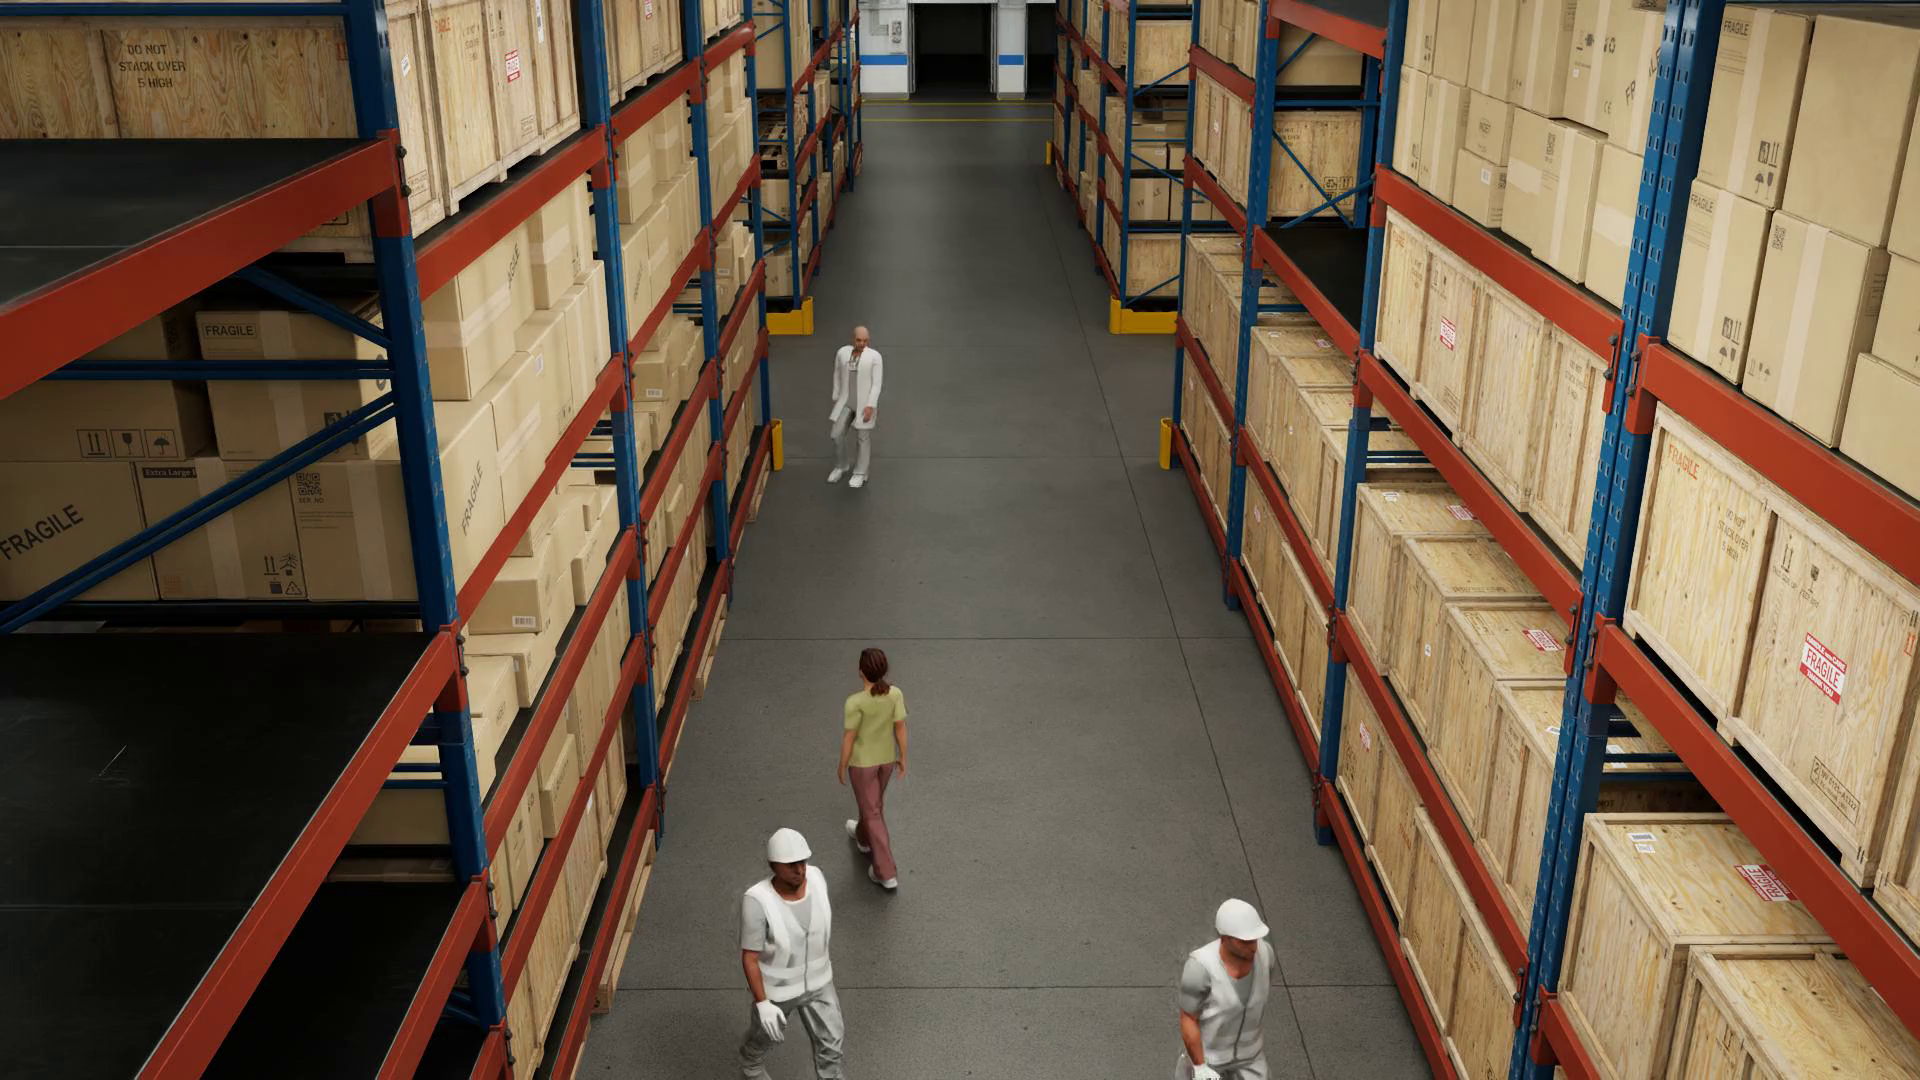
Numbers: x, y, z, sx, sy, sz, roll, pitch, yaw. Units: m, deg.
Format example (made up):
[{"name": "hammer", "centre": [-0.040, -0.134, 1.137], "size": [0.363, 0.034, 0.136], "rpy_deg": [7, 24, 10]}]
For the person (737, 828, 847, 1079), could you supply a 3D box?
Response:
[{"name": "person", "centre": [-0.848, 2.319, 8.638], "size": [0.583, 1.744, 1.049], "rpy_deg": [-14, 25, -31]}]

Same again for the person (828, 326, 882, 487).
[{"name": "person", "centre": [-1.149, -1.461, 18.192], "size": [0.609, 1.786, 0.439], "rpy_deg": [6, 22, 15]}]

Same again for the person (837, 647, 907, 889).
[{"name": "person", "centre": [-0.641, 1.438, 10.992], "size": [0.446, 1.660, 0.797], "rpy_deg": [-15, 26, -33]}]

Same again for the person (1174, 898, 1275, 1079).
[{"name": "person", "centre": [1.327, 2.524, 8.098], "size": [0.531, 1.739, 0.966], "rpy_deg": [-6, 22, -15]}]
